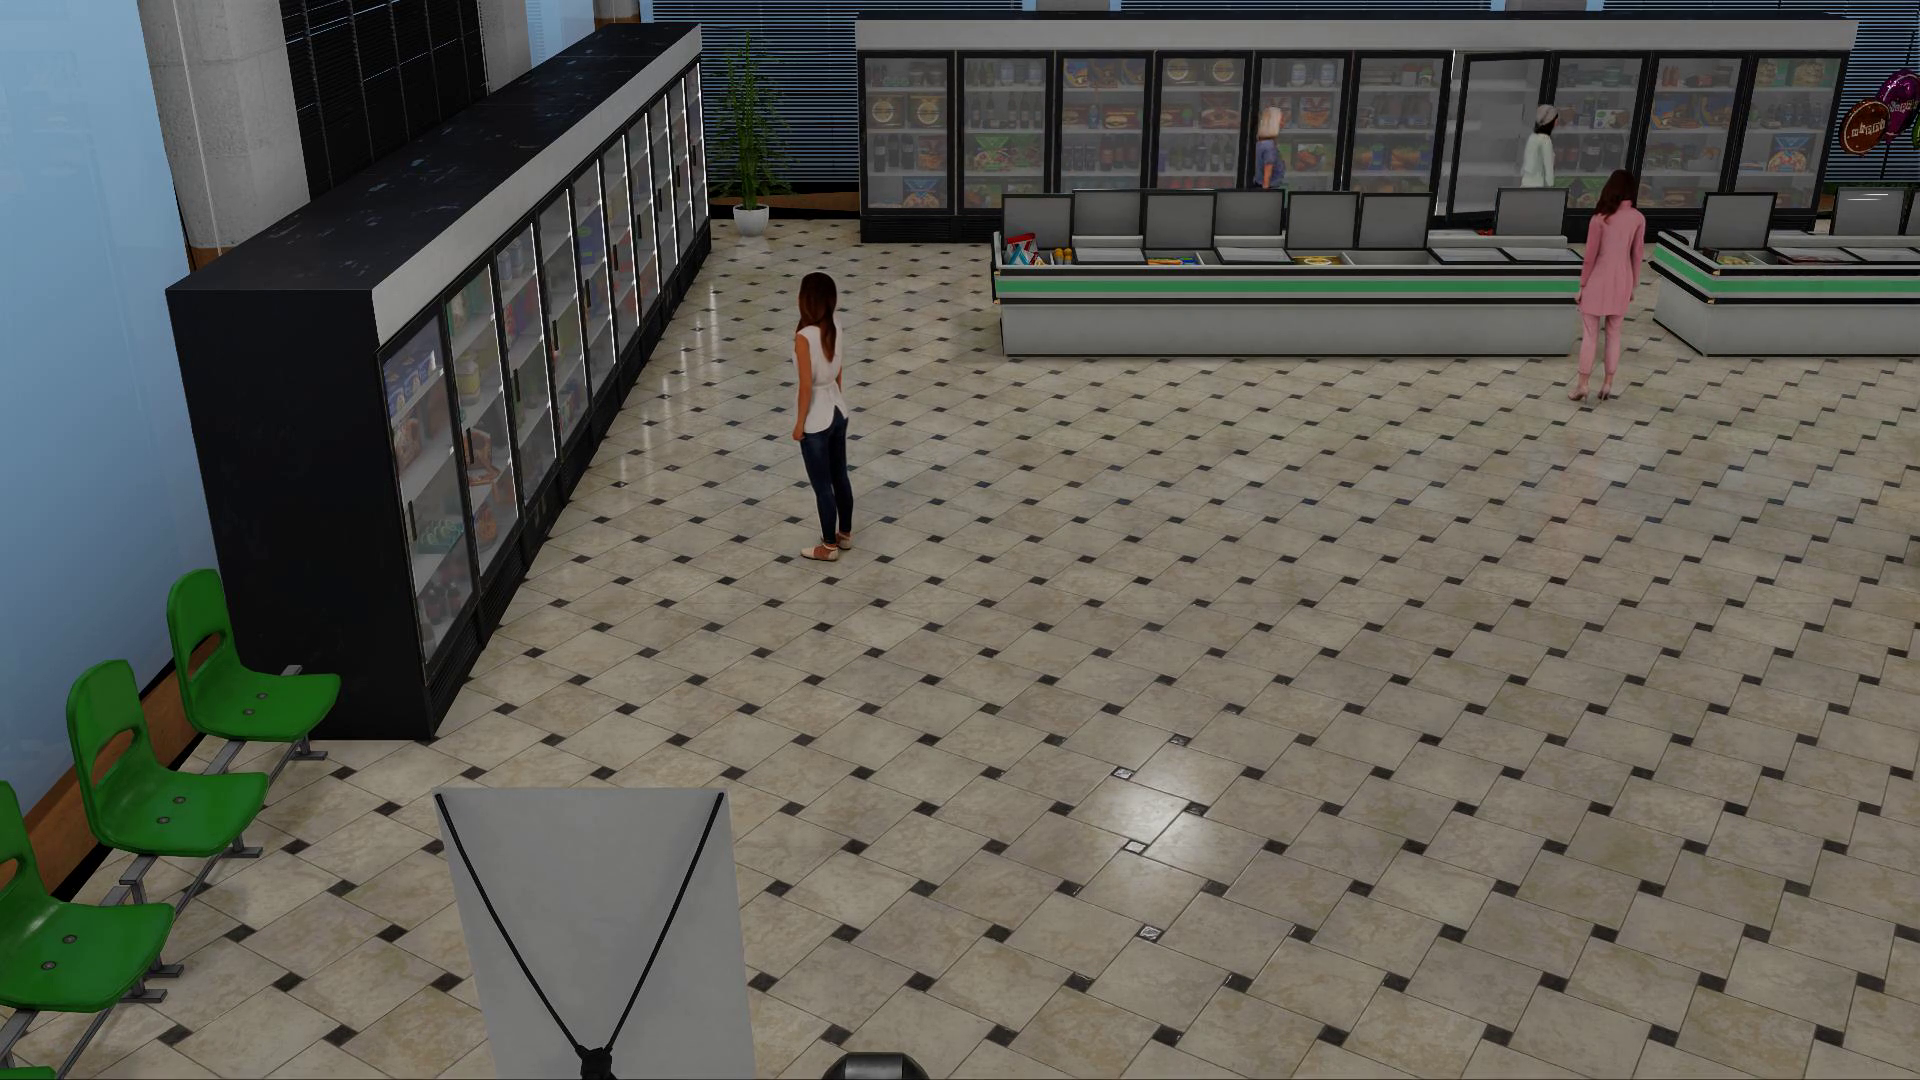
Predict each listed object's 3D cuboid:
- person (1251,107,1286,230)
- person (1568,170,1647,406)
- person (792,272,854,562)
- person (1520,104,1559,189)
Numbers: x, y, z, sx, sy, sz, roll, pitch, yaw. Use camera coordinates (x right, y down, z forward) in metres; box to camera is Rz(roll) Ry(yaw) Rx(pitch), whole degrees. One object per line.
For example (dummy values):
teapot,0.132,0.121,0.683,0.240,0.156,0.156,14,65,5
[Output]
person,2.811,-3.243,15.884,1.130,1.677,0.659,-2,24,-6
person,4.945,-1.922,12.708,0.448,1.803,0.664,0,24,-1
person,-0.815,-0.733,10.013,0.681,1.785,0.664,14,27,29
person,5.621,-3.479,16.485,0.688,1.627,0.579,0,24,0
